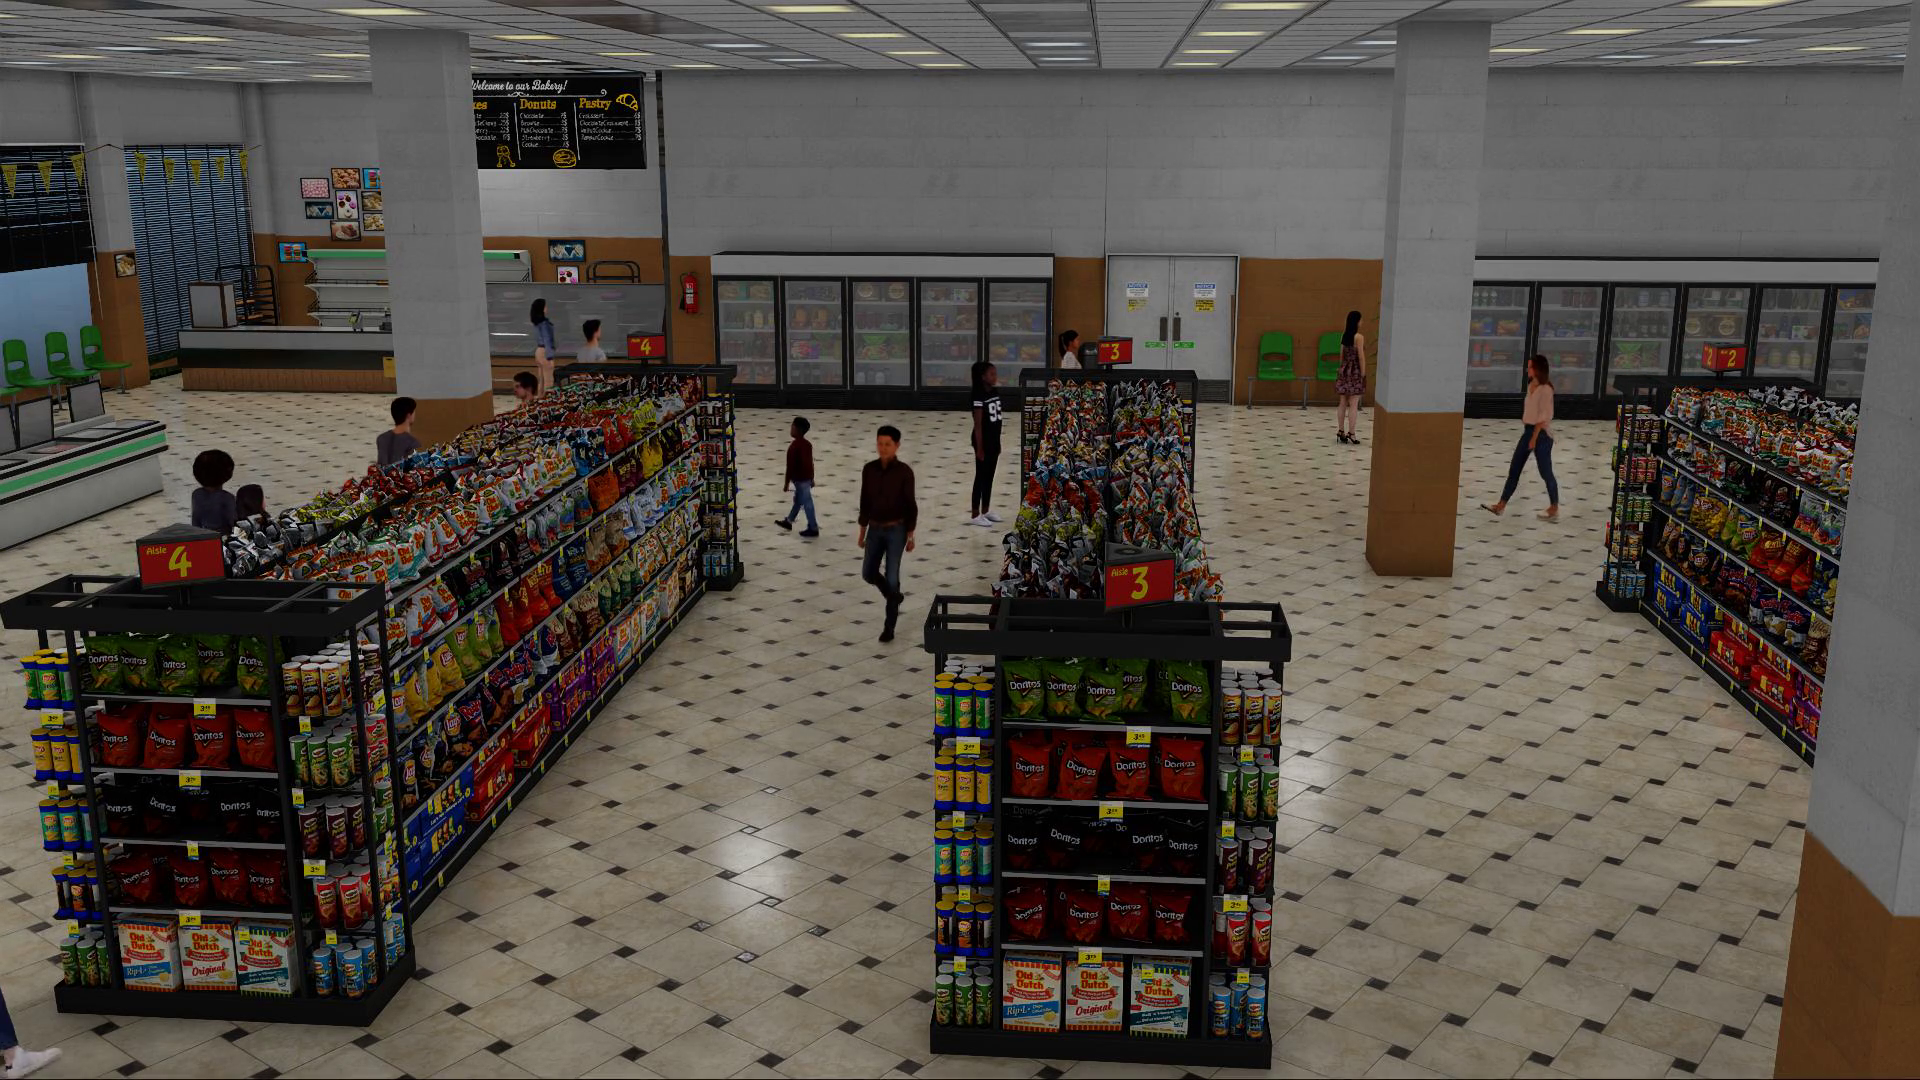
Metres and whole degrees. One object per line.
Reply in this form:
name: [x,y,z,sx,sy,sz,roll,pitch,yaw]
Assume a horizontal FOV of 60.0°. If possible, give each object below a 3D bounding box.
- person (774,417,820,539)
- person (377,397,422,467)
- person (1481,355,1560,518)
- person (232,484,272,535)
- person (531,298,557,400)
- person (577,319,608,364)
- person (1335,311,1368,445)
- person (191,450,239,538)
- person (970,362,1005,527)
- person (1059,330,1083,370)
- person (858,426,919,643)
person: [-1.557,-0.622,16.988,0.720,1.234,0.792,6,15,22]
person: [-4.867,-0.287,14.366,0.986,1.819,1.208,7,15,26]
person: [6.227,-1.059,17.710,0.878,1.744,1.106,-3,14,-11]
person: [-5.074,0.408,11.961,0.679,1.603,0.783,4,14,17]
person: [-5.999,-2.601,24.003,0.765,1.774,0.685,-8,16,-31]
person: [-4.506,-1.692,20.107,1.060,1.845,1.281,9,16,34]
person: [5.248,-2.181,22.276,0.860,1.774,0.784,-8,16,-28]
person: [-5.715,0.176,12.711,0.685,1.700,0.674,5,15,21]
person: [0.272,-1.025,17.602,0.739,1.728,0.606,7,15,26]
person: [1.389,-1.854,21.196,0.666,1.646,0.515,-2,14,-7]
person: [-0.564,-0.071,13.580,0.795,1.771,0.900,5,15,21]
